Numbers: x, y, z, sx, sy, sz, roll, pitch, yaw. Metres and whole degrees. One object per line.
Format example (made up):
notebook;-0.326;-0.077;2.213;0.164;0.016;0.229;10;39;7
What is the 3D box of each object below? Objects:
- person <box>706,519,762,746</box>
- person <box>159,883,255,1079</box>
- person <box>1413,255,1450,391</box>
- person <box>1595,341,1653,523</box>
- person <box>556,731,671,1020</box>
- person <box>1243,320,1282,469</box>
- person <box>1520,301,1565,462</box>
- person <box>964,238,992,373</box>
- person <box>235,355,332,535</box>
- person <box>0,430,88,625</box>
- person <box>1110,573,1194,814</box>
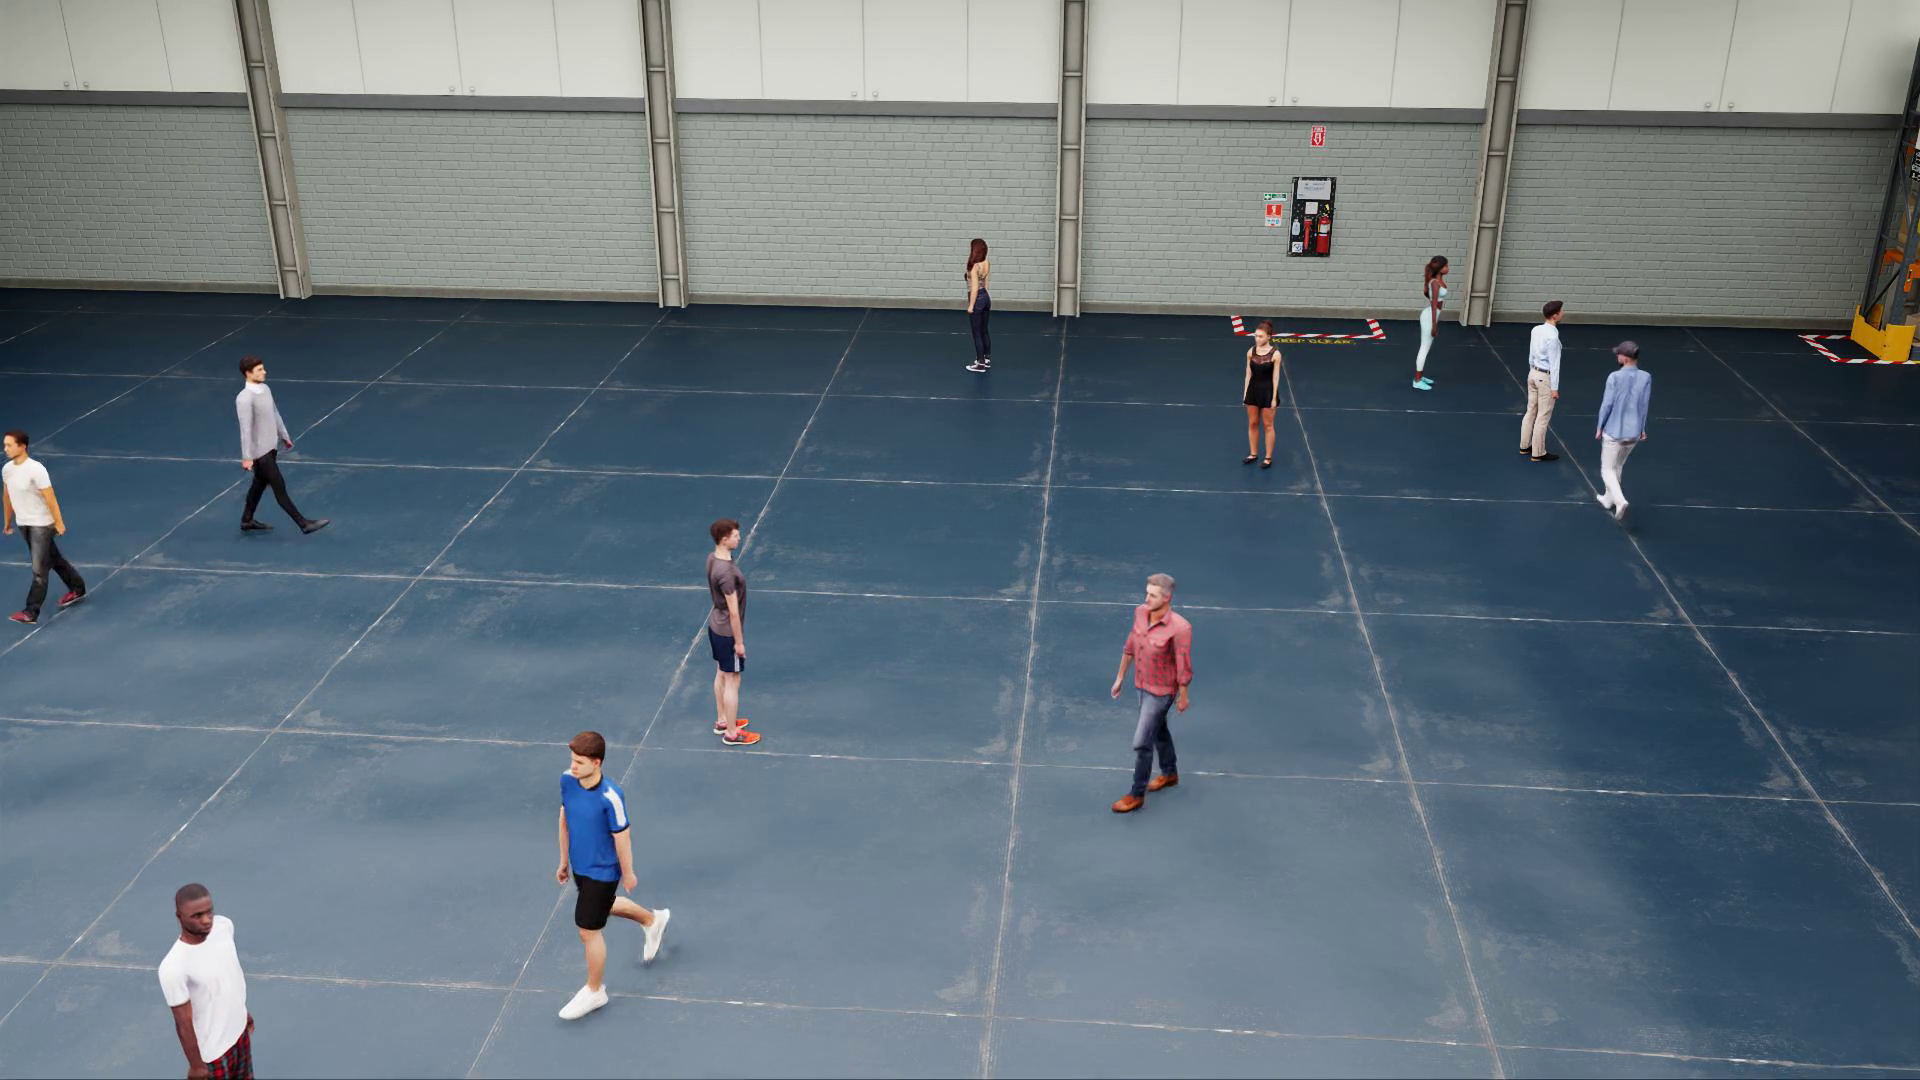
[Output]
person;-1.820;0.706;12.959;0.716;1.857;0.728;-9;25;-21
person;-3.859;2.569;8.608;0.545;1.833;0.667;4;23;9
person;6.061;-2.815;21.409;0.580;1.723;0.607;6;24;15
person;6.869;-1.105;17.214;1.017;1.859;0.830;-2;23;-5
person;-2.127;1.939;10.087;1.203;1.835;1.146;18;29;36
person;3.412;-1.655;18.736;0.664;1.681;0.755;16;28;33
person;6.640;-1.822;18.917;0.720;1.847;0.727;-6;24;-13
person;0.261;-3.131;22.095;0.671;1.769;0.685;12;26;25
person;-7.107;-0.904;16.736;1.253;1.865;0.869;-1;23;-1
person;-8.311;-0.168;15.132;1.140;1.764;0.985;10;25;23
person;1.504;1.062;12.188;1.108;1.805;0.999;-12;26;-26
